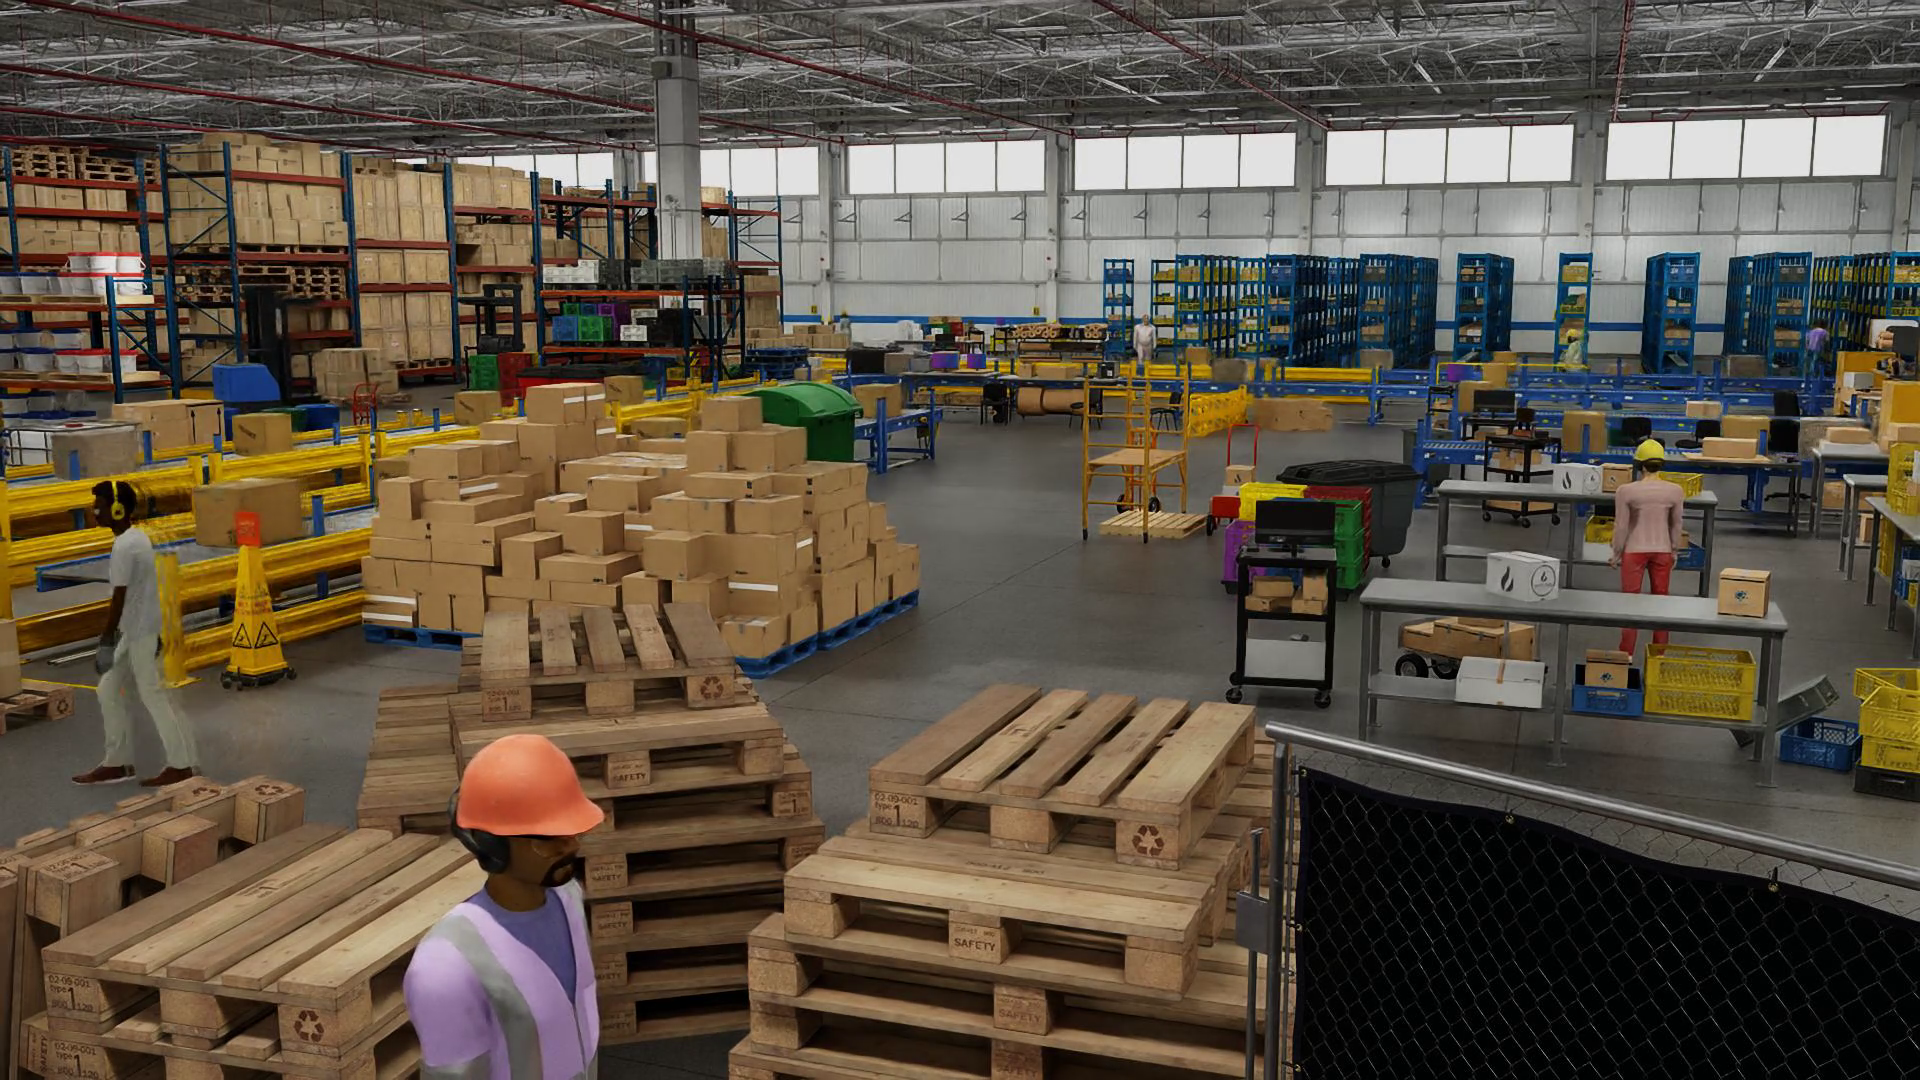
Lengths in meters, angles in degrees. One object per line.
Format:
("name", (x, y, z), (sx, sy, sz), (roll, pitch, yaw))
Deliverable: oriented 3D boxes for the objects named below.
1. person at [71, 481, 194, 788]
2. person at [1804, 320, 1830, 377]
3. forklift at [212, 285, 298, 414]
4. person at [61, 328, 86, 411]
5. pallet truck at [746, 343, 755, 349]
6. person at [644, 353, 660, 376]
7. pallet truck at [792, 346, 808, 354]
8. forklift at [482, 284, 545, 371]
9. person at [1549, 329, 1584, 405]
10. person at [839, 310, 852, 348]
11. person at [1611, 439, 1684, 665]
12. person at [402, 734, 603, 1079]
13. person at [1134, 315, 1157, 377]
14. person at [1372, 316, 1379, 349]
("person", (-4.947, 0.574, 9.740), (0.797, 1.841, 0.546), (-4, 10, -24))
("person", (23.999, -5.263, 46.556), (0.988, 1.789, 0.603), (-4, 10, -26))
("forklift", (-15.287, -4.188, 36.384), (1.129, 2.768, 1.873), (9, 12, 43))
("person", (-18.792, -3.541, 35.331), (0.479, 1.921, 0.656), (1, 9, 5))
("pallet truck", (-6.183, -4.618, 44.264), (1.601, 1.201, 0.680), (-9, 12, -43))
("person", (-8.243, -4.897, 44.739), (0.507, 1.633, 0.278), (0, 9, 1))
("pallet truck", (-3.705, -4.298, 42.022), (0.653, 1.274, 1.630), (3, 10, 20))
("forklift", (-10.832, -4.702, 39.610), (1.129, 2.768, 1.873), (3, 10, 20))
("person", (14.276, -4.040, 38.906), (0.963, 1.771, 0.605), (3, 10, 20))
("person", (-4.323, -7.838, 62.905), (0.496, 1.722, 0.650), (-6, 11, -33))
("person", (5.330, 0.101, 12.932), (0.525, 1.772, 0.302), (0, 9, 2))
("person", (-0.956, 1.429, 3.733), (0.379, 2.045, 0.605), (2, 9, 13))
("person", (5.464, -5.695, 49.064), (0.661, 1.862, 0.985), (0, 9, 0))
("person", (13.156, -6.323, 52.645), (0.434, 1.977, 0.602), (3, 10, 18))
